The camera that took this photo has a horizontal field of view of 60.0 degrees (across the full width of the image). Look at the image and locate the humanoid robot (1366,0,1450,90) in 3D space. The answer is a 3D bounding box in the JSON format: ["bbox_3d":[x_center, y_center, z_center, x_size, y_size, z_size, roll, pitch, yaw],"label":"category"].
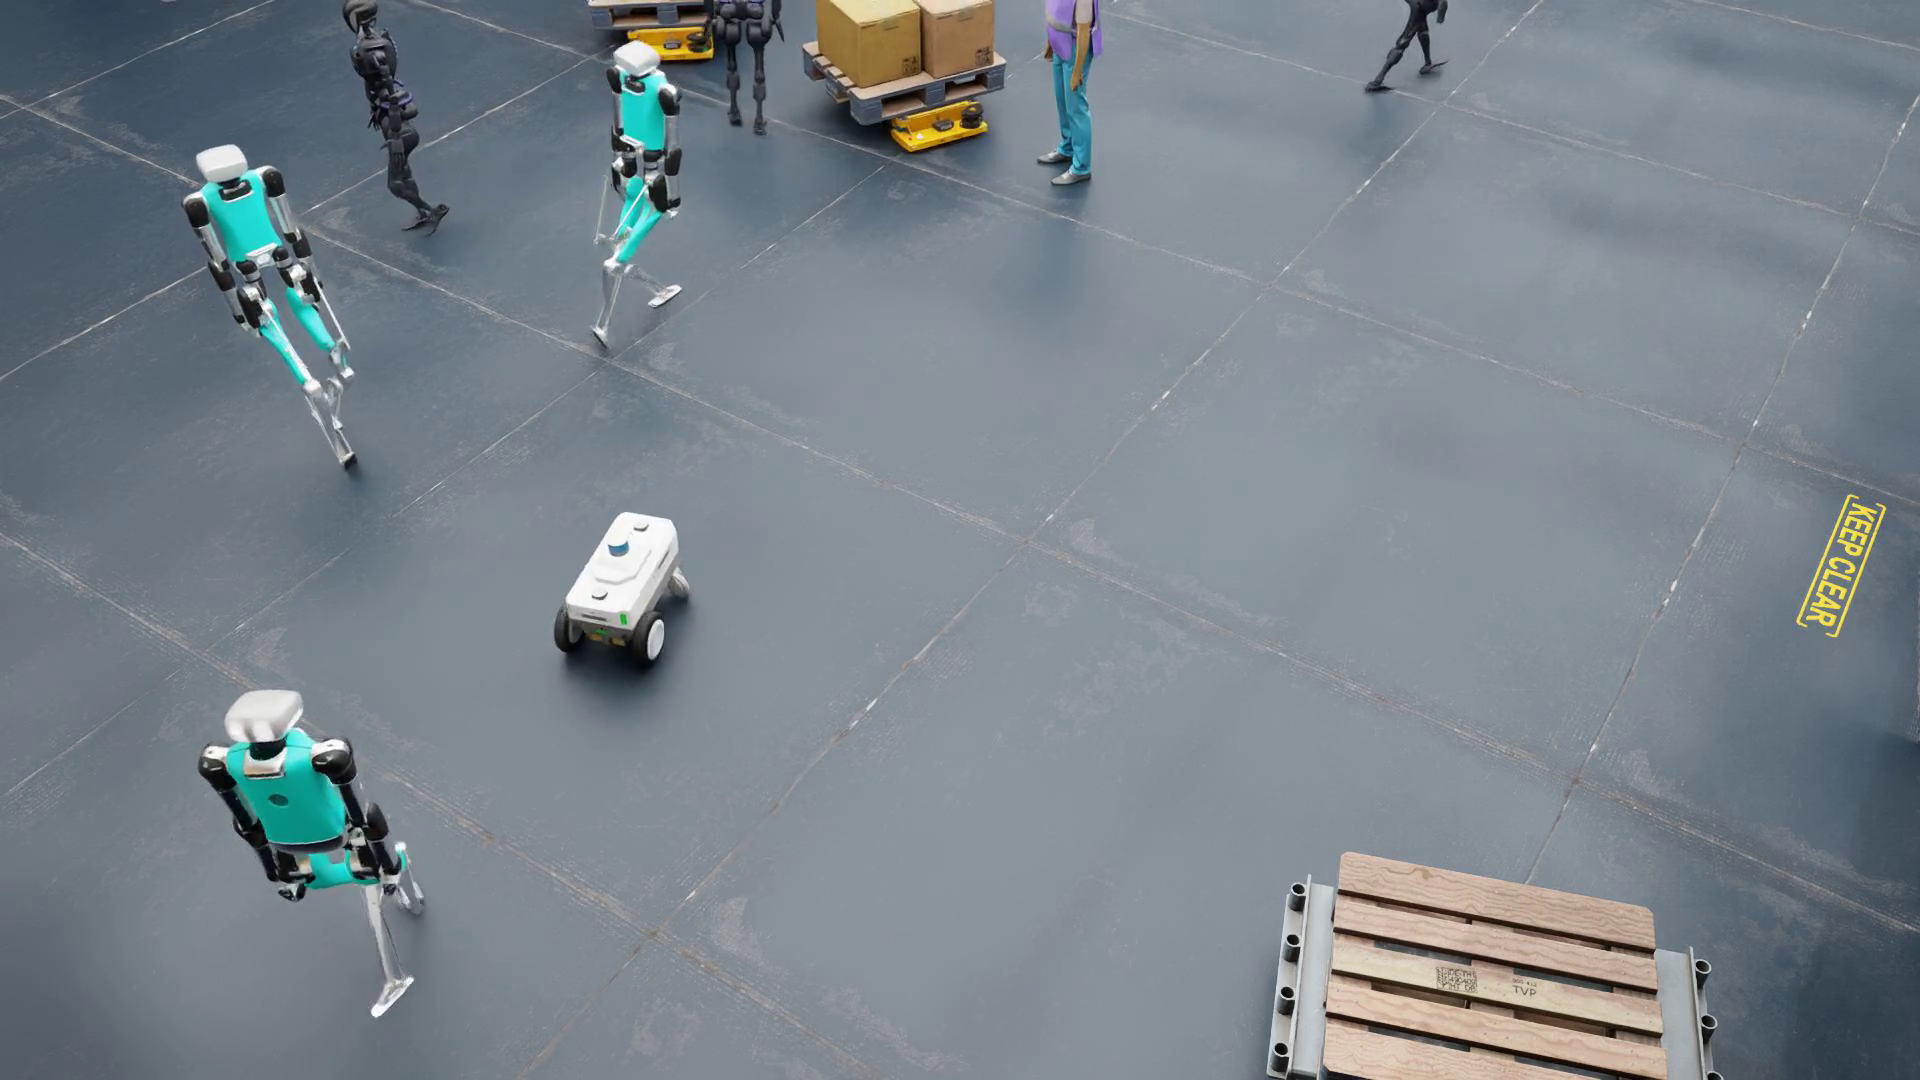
[{"bbox_3d":[3.492,-4.180,12.433,0.778,1.618,0.612,-11,43,-12],"label":"humanoid robot"}]

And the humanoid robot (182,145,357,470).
[{"bbox_3d":[-3.610,-1.182,9.044,0.554,1.829,0.894,-30,50,-29],"label":"humanoid robot"}]

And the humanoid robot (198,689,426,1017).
[{"bbox_3d":[-2.401,1.088,6.524,0.562,1.854,0.802,-1,42,-1],"label":"humanoid robot"}]

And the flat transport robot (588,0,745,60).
[{"bbox_3d":[-2.357,-4.309,13.601,0.659,0.231,1.431,-4,42,-5],"label":"flat transport robot"}]

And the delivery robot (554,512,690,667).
[{"bbox_3d":[-1.679,0.245,8.303,0.510,0.611,0.782,10,43,11],"label":"delivery robot"}]

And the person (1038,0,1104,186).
[{"bbox_3d":[0.755,-3.314,11.315,0.403,1.836,0.562,-11,43,-12],"label":"person"}]

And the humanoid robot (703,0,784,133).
[{"bbox_3d":[-1.574,-3.731,11.920,0.596,1.662,0.425,-1,42,-2],"label":"humanoid robot"}]

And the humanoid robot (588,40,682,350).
[{"bbox_3d":[-2.064,-1.992,9.921,0.554,1.773,0.955,26,48,26],"label":"humanoid robot"}]

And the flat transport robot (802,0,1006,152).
[{"bbox_3d":[-0.425,-3.371,12.552,0.659,0.231,1.431,-21,46,-21],"label":"flat transport robot"}]

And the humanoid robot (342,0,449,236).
[{"bbox_3d":[-3.681,-2.747,10.795,0.363,1.642,0.589,-23,47,-24],"label":"humanoid robot"}]
